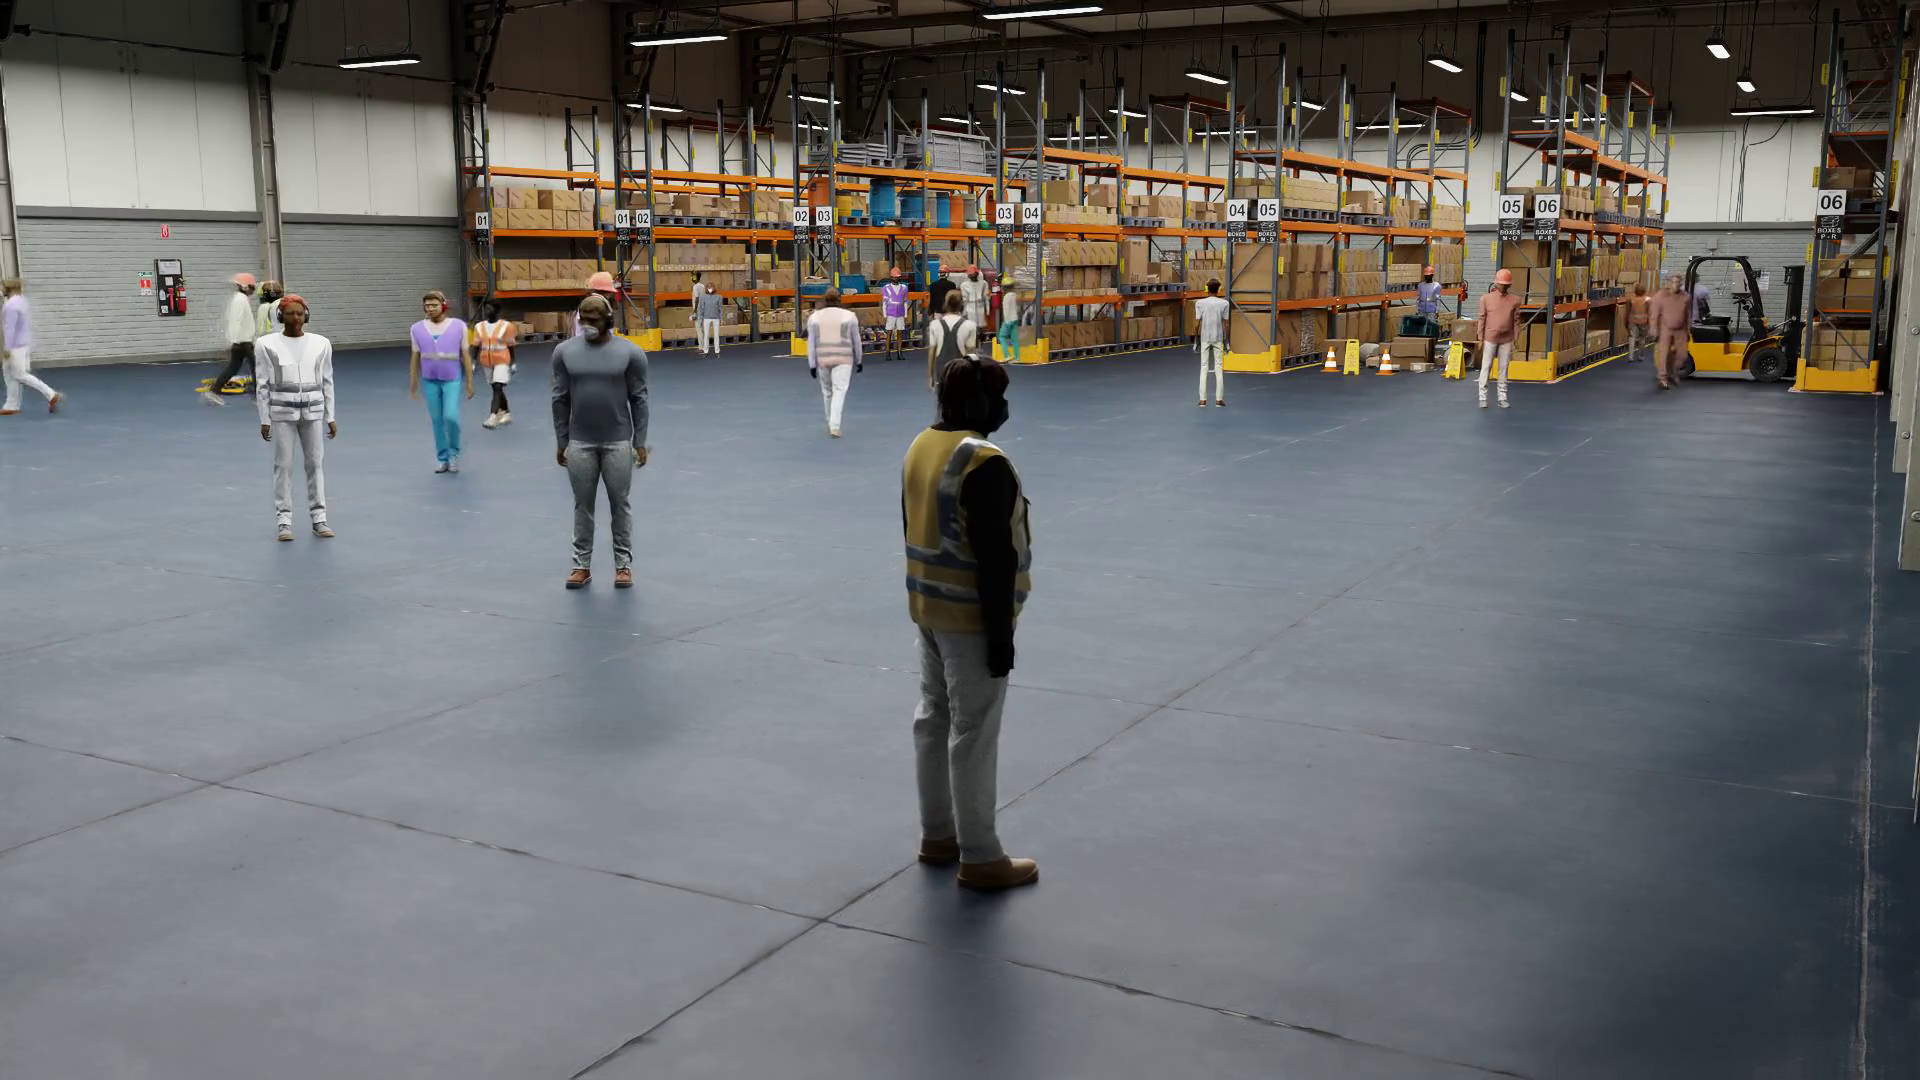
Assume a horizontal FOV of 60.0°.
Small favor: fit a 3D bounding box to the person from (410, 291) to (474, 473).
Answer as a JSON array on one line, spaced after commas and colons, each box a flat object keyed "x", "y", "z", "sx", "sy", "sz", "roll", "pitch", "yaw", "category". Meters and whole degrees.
[{"x": -5.199, "y": -1.565, "z": 16.616, "sx": 0.609, "sy": 1.822, "sz": 0.552, "roll": 0, "pitch": 10, "yaw": 1, "category": "person"}]

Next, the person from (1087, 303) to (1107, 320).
[{"x": 3.447, "y": -5.755, "z": 41.845, "sx": 0.503, "sy": 1.598, "sz": 0.835, "roll": 1, "pitch": 10, "yaw": 9, "category": "person"}]

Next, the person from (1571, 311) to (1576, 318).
[{"x": 15.287, "y": -5.776, "z": 40.987, "sx": 0.601, "sy": 1.923, "sz": 0.590, "roll": 4, "pitch": 10, "yaw": 21, "category": "person"}]

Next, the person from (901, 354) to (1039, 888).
[{"x": 0.032, "y": 0.275, "z": 5.812, "sx": 0.430, "sy": 1.844, "sz": 0.624, "roll": -5, "pitch": 11, "yaw": -26, "category": "person"}]

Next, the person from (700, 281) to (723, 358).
[{"x": -5.338, "y": -4.735, "z": 35.752, "sx": 0.504, "sy": 1.632, "sz": 0.269, "roll": -1, "pitch": 10, "yaw": -6, "category": "person"}]

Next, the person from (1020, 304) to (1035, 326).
[{"x": 1.651, "y": -5.527, "z": 39.851, "sx": 0.542, "sy": 1.820, "sz": 0.965, "roll": 4, "pitch": 10, "yaw": 20, "category": "person"}]

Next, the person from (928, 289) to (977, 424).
[{"x": -0.080, "y": -1.724, "z": 17.558, "sx": 0.524, "sy": 1.829, "sz": 0.524, "roll": 2, "pitch": 10, "yaw": 10, "category": "person"}]

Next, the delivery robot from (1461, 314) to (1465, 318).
[{"x": 13.941, "y": -6.016, "z": 46.128, "sx": 0.477, "sy": 0.478, "sz": 0.707, "roll": -2, "pitch": 10, "yaw": -11, "category": "delivery robot"}]

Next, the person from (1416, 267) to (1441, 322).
[{"x": 10.514, "y": -5.169, "z": 37.401, "sx": 0.543, "sy": 1.939, "sz": 0.360, "roll": 6, "pitch": 11, "yaw": 31, "category": "person"}]

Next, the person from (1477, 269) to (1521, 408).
[{"x": 7.733, "y": -2.884, "z": 23.887, "sx": 0.608, "sy": 1.986, "sz": 0.389, "roll": 0, "pitch": 10, "yaw": 0, "category": "person"}]

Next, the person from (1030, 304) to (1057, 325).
[{"x": 1.893, "y": -5.209, "z": 37.677, "sx": 0.626, "sy": 1.931, "sz": 0.376, "roll": 0, "pitch": 10, "yaw": -1, "category": "person"}]

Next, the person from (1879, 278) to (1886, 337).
[{"x": 24.518, "y": -6.399, "z": 44.662, "sx": 0.371, "sy": 1.916, "sz": 0.597, "roll": -7, "pitch": 12, "yaw": -34, "category": "person"}]

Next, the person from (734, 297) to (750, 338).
[{"x": -5.790, "y": -6.189, "z": 44.255, "sx": 0.507, "sy": 1.636, "sz": 0.275, "roll": 6, "pitch": 11, "yaw": 30, "category": "person"}]

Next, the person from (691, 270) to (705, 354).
[{"x": -5.847, "y": -5.090, "z": 37.155, "sx": 0.313, "sy": 1.864, "sz": 0.530, "roll": 2, "pitch": 10, "yaw": 13, "category": "person"}]

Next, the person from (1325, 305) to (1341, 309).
[{"x": 9.332, "y": -5.681, "z": 41.300, "sx": 0.514, "sy": 1.633, "sz": 0.312, "roll": 2, "pitch": 10, "yaw": 11, "category": "person"}]

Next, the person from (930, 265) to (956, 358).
[{"x": -0.342, "y": -4.903, "z": 35.687, "sx": 0.609, "sy": 1.992, "sz": 0.383, "roll": 3, "pitch": 10, "yaw": 15, "category": "person"}]

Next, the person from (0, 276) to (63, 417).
[{"x": -12.731, "y": -2.621, "z": 22.578, "sx": 0.824, "sy": 1.915, "sz": 0.633, "roll": -4, "pitch": 11, "yaw": -24, "category": "person"}]

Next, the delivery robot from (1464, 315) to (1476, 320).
[{"x": 13.856, "y": -5.916, "z": 45.548, "sx": 0.707, "sy": 0.478, "sz": 0.477, "roll": -2, "pitch": 10, "yaw": -11, "category": "delivery robot"}]

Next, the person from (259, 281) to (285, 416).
[{"x": -9.272, "y": -2.587, "z": 22.600, "sx": 0.429, "sy": 1.836, "sz": 0.628, "roll": -3, "pitch": 10, "yaw": -15, "category": "person"}]

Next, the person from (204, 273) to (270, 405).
[{"x": -10.568, "y": -2.921, "z": 24.257, "sx": 0.984, "sy": 1.948, "sz": 0.620, "roll": -4, "pitch": 11, "yaw": -24, "category": "person"}]

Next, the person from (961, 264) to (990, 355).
[{"x": 0.324, "y": -4.878, "z": 35.496, "sx": 0.614, "sy": 2.007, "sz": 0.487, "roll": -1, "pitch": 10, "yaw": -4, "category": "person"}]

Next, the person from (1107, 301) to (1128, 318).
[{"x": 4.070, "y": -6.024, "z": 42.948, "sx": 0.535, "sy": 1.755, "sz": 0.412, "roll": 1, "pitch": 10, "yaw": 3, "category": "person"}]

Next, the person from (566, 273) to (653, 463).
[{"x": -3.691, "y": -1.775, "z": 17.355, "sx": 1.076, "sy": 1.987, "sz": 0.626, "roll": 2, "pitch": 10, "yaw": 14, "category": "person"}]

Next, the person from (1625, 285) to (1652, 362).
[{"x": 13.996, "y": -4.470, "z": 34.348, "sx": 0.519, "sy": 1.585, "sz": 0.893, "roll": 5, "pitch": 11, "yaw": 27, "category": "person"}]

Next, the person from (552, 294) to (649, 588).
[{"x": -2.356, "y": -0.643, "z": 10.925, "sx": 0.629, "sy": 1.933, "sz": 0.379, "roll": 0, "pitch": 10, "yaw": 0, "category": "person"}]

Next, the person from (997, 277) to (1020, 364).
[{"x": 0.966, "y": -4.423, "z": 33.604, "sx": 0.564, "sy": 1.748, "sz": 0.542, "roll": 4, "pitch": 11, "yaw": 24, "category": "person"}]

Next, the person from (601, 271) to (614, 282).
[{"x": -6.237, "y": -3.703, "z": 28.907, "sx": 0.517, "sy": 1.914, "sz": 0.602, "roll": -1, "pitch": 10, "yaw": -7, "category": "person"}]

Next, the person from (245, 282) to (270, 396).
[{"x": -10.404, "y": -2.978, "z": 25.026, "sx": 0.931, "sy": 1.775, "sz": 0.588, "roll": 1, "pitch": 10, "yaw": 5, "category": "person"}]

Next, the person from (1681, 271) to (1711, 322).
[{"x": 14.488, "y": -4.362, "z": 32.865, "sx": 0.659, "sy": 1.879, "sz": 0.823, "roll": 9, "pitch": 13, "yaw": 41, "category": "person"}]

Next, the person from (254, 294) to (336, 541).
[{"x": -5.099, "y": -0.941, "z": 12.809, "sx": 0.574, "sy": 1.884, "sz": 0.356, "roll": -7, "pitch": 12, "yaw": -34, "category": "person"}]

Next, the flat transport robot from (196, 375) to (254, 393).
[{"x": -11.539, "y": -2.522, "z": 26.778, "sx": 0.652, "sy": 0.197, "sz": 1.431, "roll": 2, "pitch": 10, "yaw": 14, "category": "flat transport robot"}]

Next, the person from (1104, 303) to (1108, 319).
[{"x": 4.237, "y": -6.818, "z": 47.164, "sx": 0.610, "sy": 1.919, "sz": 1.000, "roll": 7, "pitch": 12, "yaw": 34, "category": "person"}]

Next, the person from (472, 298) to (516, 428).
[{"x": -5.945, "y": -2.261, "z": 21.224, "sx": 0.540, "sy": 1.647, "sz": 0.892, "roll": 2, "pitch": 10, "yaw": 11, "category": "person"}]

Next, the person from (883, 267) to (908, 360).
[{"x": -1.339, "y": -4.720, "z": 34.771, "sx": 0.547, "sy": 1.938, "sz": 0.377, "roll": -3, "pitch": 10, "yaw": -17, "category": "person"}]

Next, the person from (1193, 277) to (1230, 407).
[{"x": 3.645, "y": -2.861, "z": 24.093, "sx": 0.538, "sy": 1.869, "sz": 0.313, "roll": 2, "pitch": 10, "yaw": 10, "category": "person"}]

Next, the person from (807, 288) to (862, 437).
[{"x": -1.519, "y": -2.151, "z": 20.188, "sx": 0.626, "sy": 1.797, "sz": 0.976, "roll": 2, "pitch": 10, "yaw": 11, "category": "person"}]

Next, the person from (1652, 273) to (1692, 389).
[{"x": 11.657, "y": -3.405, "z": 27.210, "sx": 0.667, "sy": 1.893, "sz": 0.432, "roll": 0, "pitch": 10, "yaw": -1, "category": "person"}]
